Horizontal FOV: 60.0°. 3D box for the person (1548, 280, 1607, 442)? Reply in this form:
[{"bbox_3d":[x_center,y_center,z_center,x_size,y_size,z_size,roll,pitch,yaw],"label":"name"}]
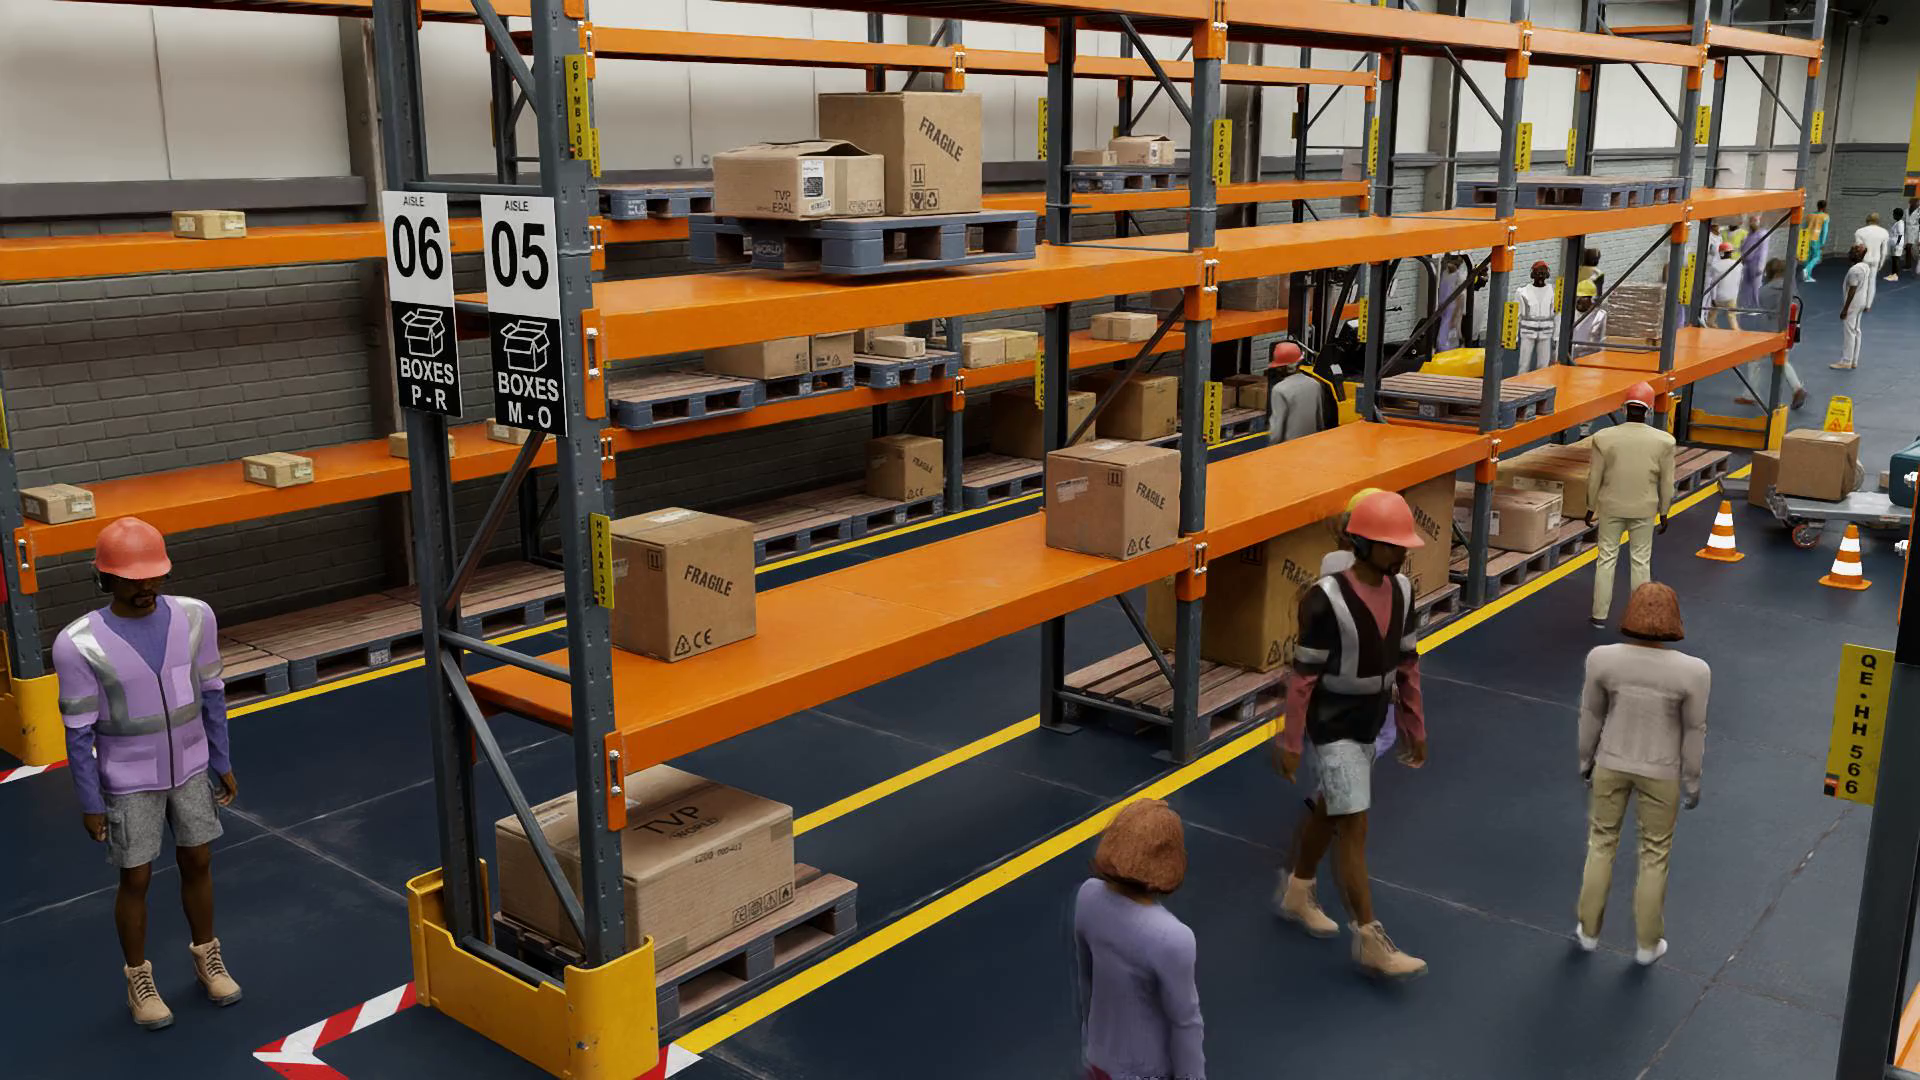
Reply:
[{"bbox_3d":[6.900,-1.974,18.535,0.586,1.833,0.403,13,19,42],"label":"person"}]

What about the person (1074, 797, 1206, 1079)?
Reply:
[{"bbox_3d":[0.532,1.507,4.787,0.333,1.621,0.530,-9,17,-33],"label":"person"}]

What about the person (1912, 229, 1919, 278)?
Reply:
[{"bbox_3d":[22.961,-7.099,39.389,0.614,1.831,0.975,3,14,10],"label":"person"}]

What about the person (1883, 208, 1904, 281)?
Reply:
[{"bbox_3d":[21.914,-6.914,38.938,0.322,1.692,0.532,5,15,19],"label":"person"}]

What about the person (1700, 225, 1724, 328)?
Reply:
[{"bbox_3d":[13.290,-4.736,29.351,0.539,2.000,0.689,12,19,41],"label":"person"}]

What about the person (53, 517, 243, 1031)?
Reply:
[{"bbox_3d":[-3.104,0.900,6.435,0.410,2.035,0.601,11,18,39],"label":"person"}]

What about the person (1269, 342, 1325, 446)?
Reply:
[{"bbox_3d":[2.821,-0.804,13.986,0.676,1.735,0.402,-10,17,-35],"label":"person"}]

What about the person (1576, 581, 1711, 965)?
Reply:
[{"bbox_3d":[2.837,0.973,6.973,0.501,1.627,0.283,10,17,35],"label":"person"}]

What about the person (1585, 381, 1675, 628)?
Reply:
[{"bbox_3d":[4.670,-0.237,11.626,0.573,1.749,0.339,5,15,20],"label":"person"}]

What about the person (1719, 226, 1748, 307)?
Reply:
[{"bbox_3d":[15.273,-5.546,33.129,0.833,1.812,0.584,-8,16,-29],"label":"person"}]

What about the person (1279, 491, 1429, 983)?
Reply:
[{"bbox_3d":[1.706,0.800,6.854,0.649,2.008,0.965,-10,17,-36],"label":"person"}]

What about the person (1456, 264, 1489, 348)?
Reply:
[{"bbox_3d":[6.283,-2.459,20.468,0.327,1.861,0.507,10,17,34],"label":"person"}]

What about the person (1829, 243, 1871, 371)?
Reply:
[{"bbox_3d":[13.055,-3.405,24.337,0.505,1.846,0.346,-12,18,-40],"label":"person"}]

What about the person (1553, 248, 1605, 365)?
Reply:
[{"bbox_3d":[8.972,-3.315,24.054,0.837,1.811,0.629,-11,17,-37],"label":"person"}]

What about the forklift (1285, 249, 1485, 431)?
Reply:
[{"bbox_3d":[4.886,-2.214,18.767,2.313,2.155,1.214,11,18,38],"label":"forklift"}]

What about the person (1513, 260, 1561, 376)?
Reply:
[{"bbox_3d":[7.182,-2.539,20.756,0.582,1.880,0.366,2,14,8],"label":"person"}]

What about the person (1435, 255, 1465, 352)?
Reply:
[{"bbox_3d":[6.830,-3.149,23.374,0.425,1.806,0.545,-3,14,-13],"label":"person"}]

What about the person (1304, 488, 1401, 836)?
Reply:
[{"bbox_3d":[1.910,0.617,8.146,0.479,1.750,0.536,-8,16,-29],"label":"person"}]

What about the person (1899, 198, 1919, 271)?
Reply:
[{"bbox_3d":[23.748,-7.716,41.679,0.722,1.939,0.618,-5,15,-19],"label":"person"}]

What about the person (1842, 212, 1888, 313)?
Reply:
[{"bbox_3d":[17.573,-5.392,32.289,0.661,1.901,0.921,1,14,5],"label":"person"}]

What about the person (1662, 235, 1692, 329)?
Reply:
[{"bbox_3d":[12.338,-4.478,28.772,0.551,1.820,0.984,-2,14,-8],"label":"person"}]

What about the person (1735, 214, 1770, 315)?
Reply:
[{"bbox_3d":[15.124,-5.242,31.726,0.416,1.914,0.657,0,14,-1],"label":"person"}]

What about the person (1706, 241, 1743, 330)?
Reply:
[{"bbox_3d":[12.345,-3.940,26.807,0.567,1.714,0.873,-2,14,-7],"label":"person"}]

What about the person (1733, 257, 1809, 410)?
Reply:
[{"bbox_3d":[10.259,-2.583,20.874,0.637,1.911,0.881,-5,15,-21],"label":"person"}]

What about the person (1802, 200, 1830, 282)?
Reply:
[{"bbox_3d":[19.752,-6.924,38.551,0.591,1.902,0.612,-6,15,-24],"label":"person"}]
